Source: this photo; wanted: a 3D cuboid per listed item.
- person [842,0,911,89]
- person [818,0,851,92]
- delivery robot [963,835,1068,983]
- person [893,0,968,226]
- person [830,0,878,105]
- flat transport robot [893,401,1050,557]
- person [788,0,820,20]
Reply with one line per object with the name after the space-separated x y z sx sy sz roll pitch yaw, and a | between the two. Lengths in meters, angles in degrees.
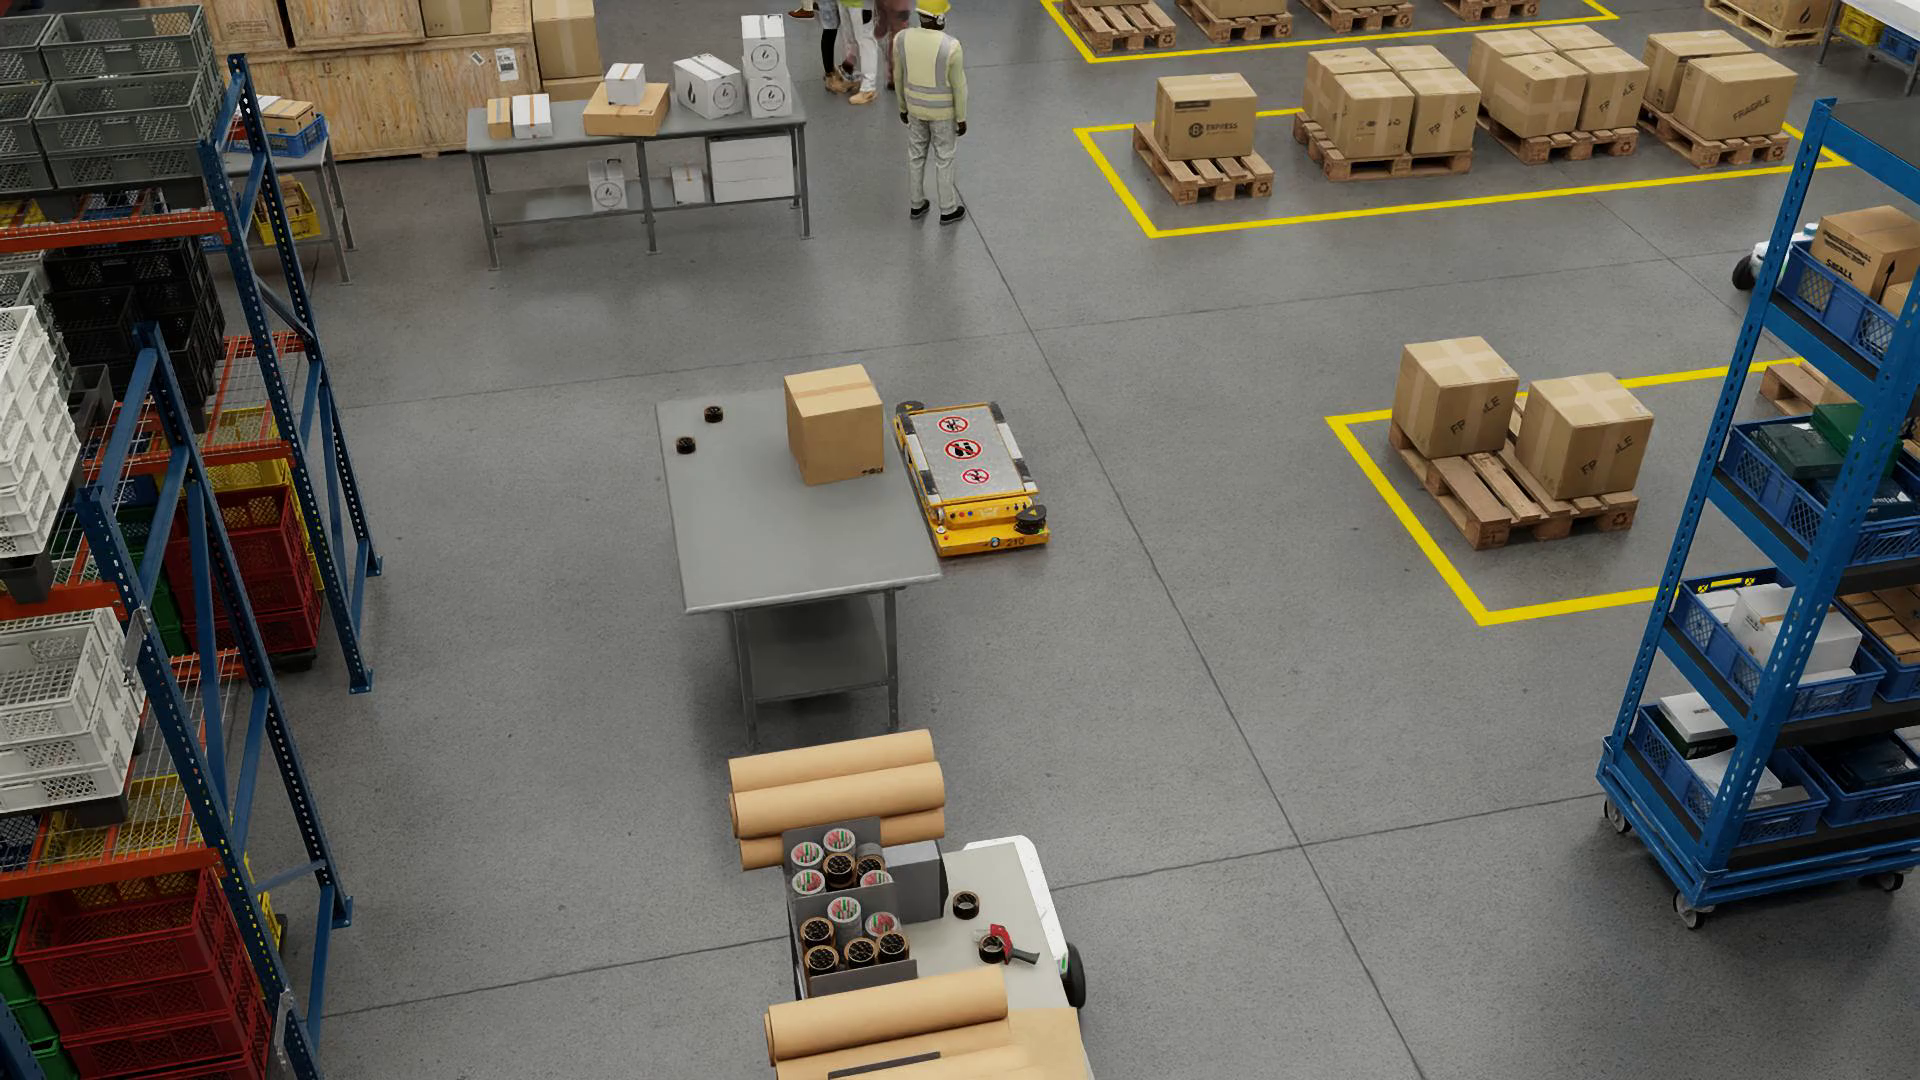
-0.678 -4.862 14.745 0.644 1.865 0.707 -16 39 -20 | person
-1.147 -4.910 14.943 0.321 1.695 0.529 -3 37 -4 | person
0.221 1.590 7.081 0.477 0.478 0.707 -7 37 -9 | delivery robot
-0.203 -3.295 12.660 0.599 1.832 0.404 17 40 21 | person
-0.938 -4.778 14.646 0.430 1.845 0.624 -19 40 -23 | person
0.046 -0.430 10.108 0.652 0.197 1.431 -8 37 -10 | flat transport robot
-1.544 -6.092 16.394 0.326 1.865 0.518 25 43 30 | person
